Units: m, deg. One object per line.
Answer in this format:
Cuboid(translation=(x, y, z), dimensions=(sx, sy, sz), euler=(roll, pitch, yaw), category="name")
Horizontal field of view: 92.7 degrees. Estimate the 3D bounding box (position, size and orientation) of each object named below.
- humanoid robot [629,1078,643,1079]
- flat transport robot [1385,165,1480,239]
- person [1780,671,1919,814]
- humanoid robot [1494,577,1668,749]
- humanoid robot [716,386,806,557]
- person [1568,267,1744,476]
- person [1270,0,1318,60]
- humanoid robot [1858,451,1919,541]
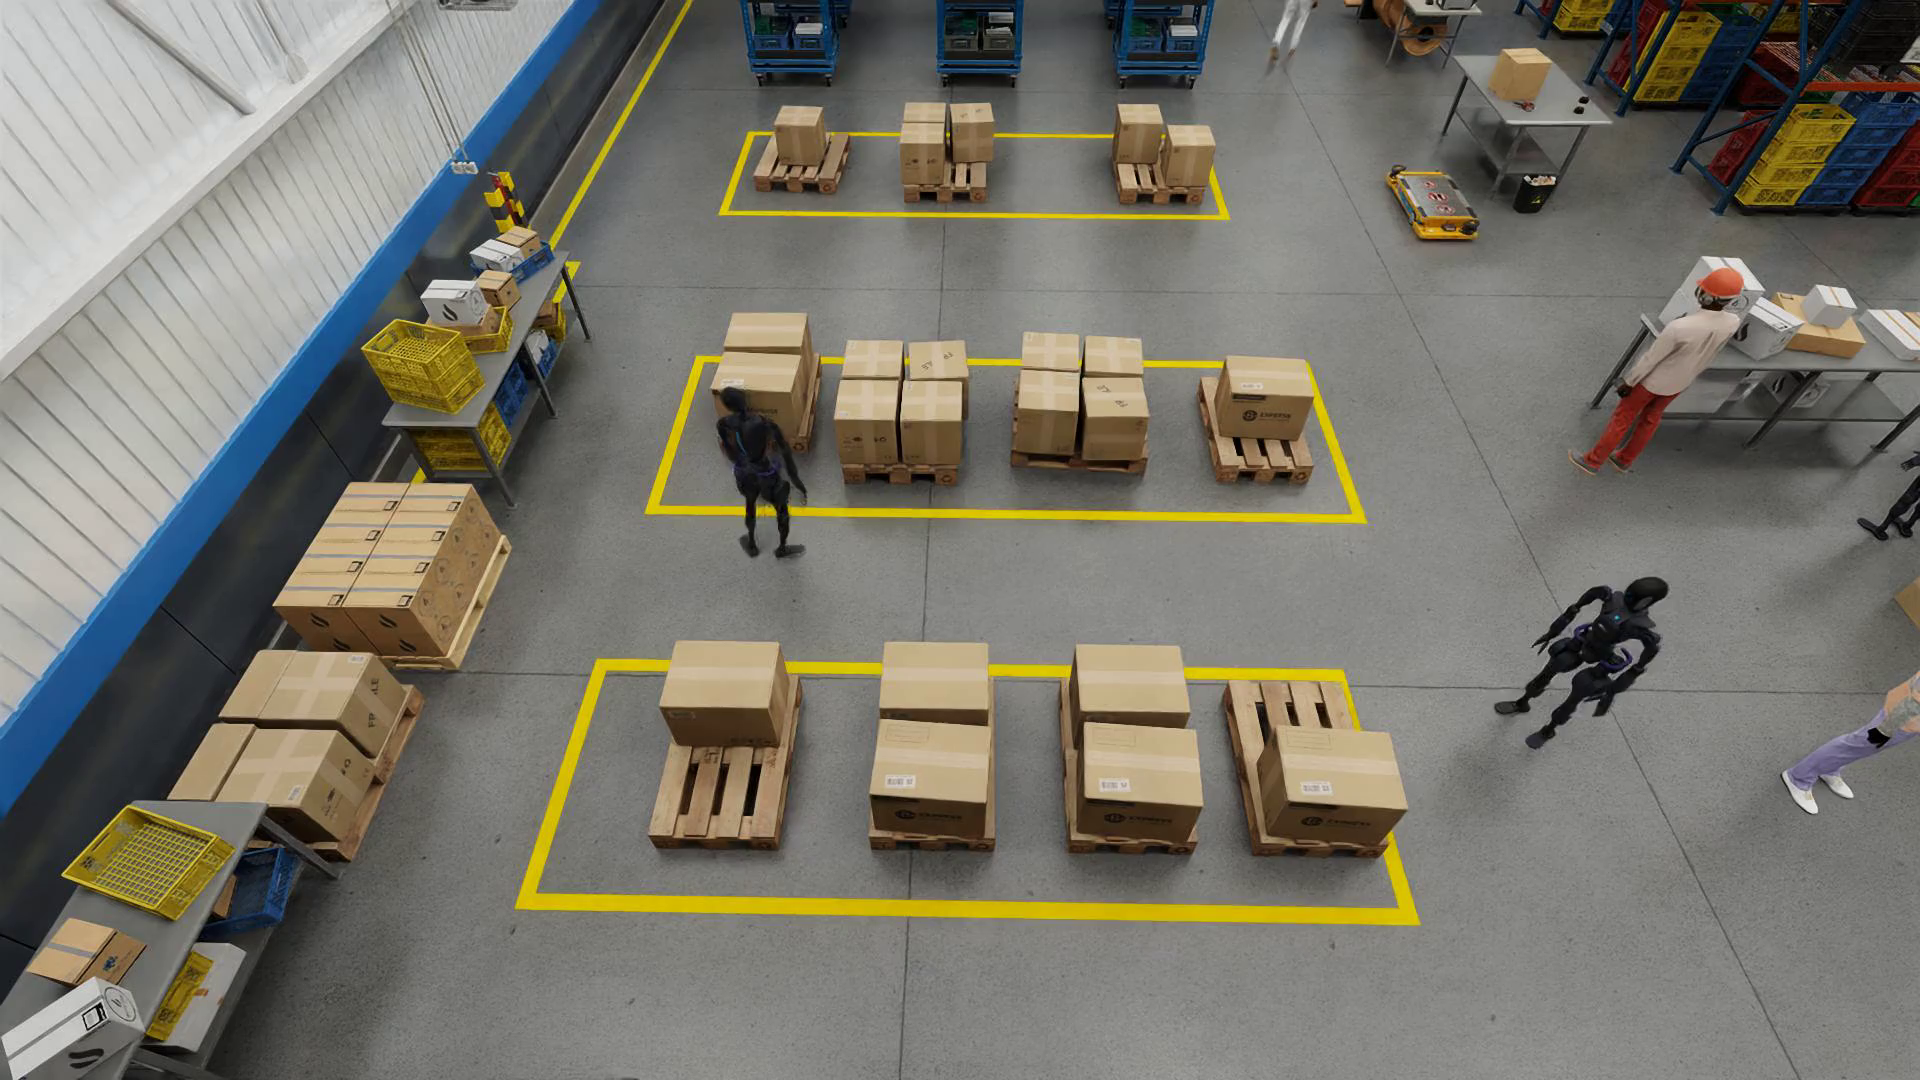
Cuboid(translation=(-1.530, 2.803, 4.175), dimensions=(0.470, 1.631, 0.631), euler=(3, 49, 2), category="humanoid robot")
Cuboid(translation=(5.692, -4.094, 11.059), dimensions=(0.652, 0.197, 1.431), euler=(1, 49, 1), category="flat transport robot")
Cuboid(translation=(5.808, 1.052, 5.525), dimensions=(0.593, 1.925, 0.366), euler=(-15, 51, -12), category="person")
Cuboid(translation=(4.025, 0.786, 5.915), dimensions=(0.343, 1.657, 0.618), euler=(-16, 51, -13), category="humanoid robot")
Cuboid(translation=(-1.509, -0.484, 7.031), dimensions=(0.657, 1.628, 0.414), euler=(16, 51, 14), category="humanoid robot")
Cuboid(translation=(5.773, -1.340, 7.558), dimensions=(0.615, 1.986, 0.397), euler=(-6, 49, -6), category="person")
Cuboid(translation=(5.003, -8.047, 13.447), dimensions=(0.589, 1.859, 0.782), euler=(28, 55, 22), category="person")
Cuboid(translation=(7.823, -0.659, 7.164), dimensions=(0.612, 1.656, 0.318), euler=(-4, 49, -4), category="humanoid robot")
